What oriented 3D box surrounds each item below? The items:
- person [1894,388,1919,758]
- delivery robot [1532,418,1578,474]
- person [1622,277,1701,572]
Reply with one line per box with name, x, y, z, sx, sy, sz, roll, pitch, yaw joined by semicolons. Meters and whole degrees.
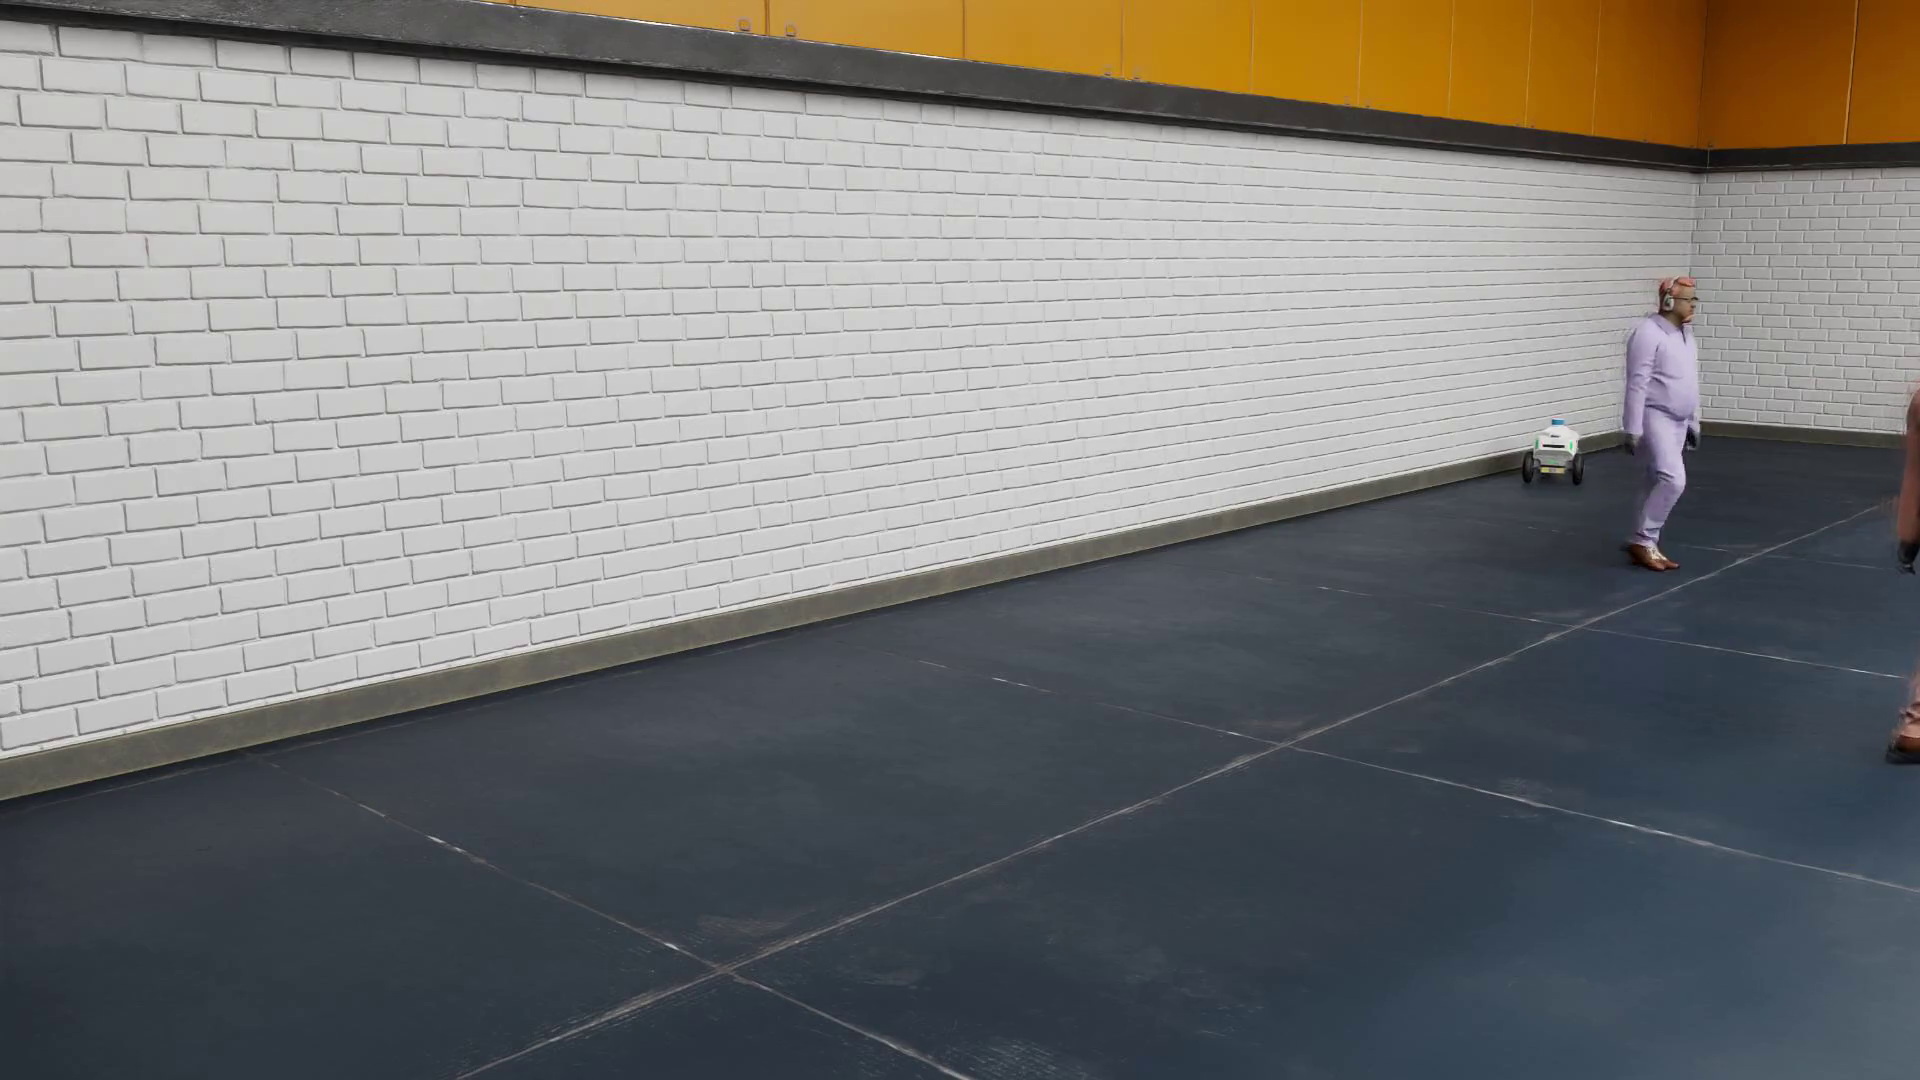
person;4.195;-0.032;6.796;0.969;1.859;0.658;-3;10;-17
delivery robot;5.325;-0.846;14.861;0.477;0.478;0.707;4;11;22
person;4.544;-0.730;10.650;0.678;1.889;0.464;-9;13;-41
